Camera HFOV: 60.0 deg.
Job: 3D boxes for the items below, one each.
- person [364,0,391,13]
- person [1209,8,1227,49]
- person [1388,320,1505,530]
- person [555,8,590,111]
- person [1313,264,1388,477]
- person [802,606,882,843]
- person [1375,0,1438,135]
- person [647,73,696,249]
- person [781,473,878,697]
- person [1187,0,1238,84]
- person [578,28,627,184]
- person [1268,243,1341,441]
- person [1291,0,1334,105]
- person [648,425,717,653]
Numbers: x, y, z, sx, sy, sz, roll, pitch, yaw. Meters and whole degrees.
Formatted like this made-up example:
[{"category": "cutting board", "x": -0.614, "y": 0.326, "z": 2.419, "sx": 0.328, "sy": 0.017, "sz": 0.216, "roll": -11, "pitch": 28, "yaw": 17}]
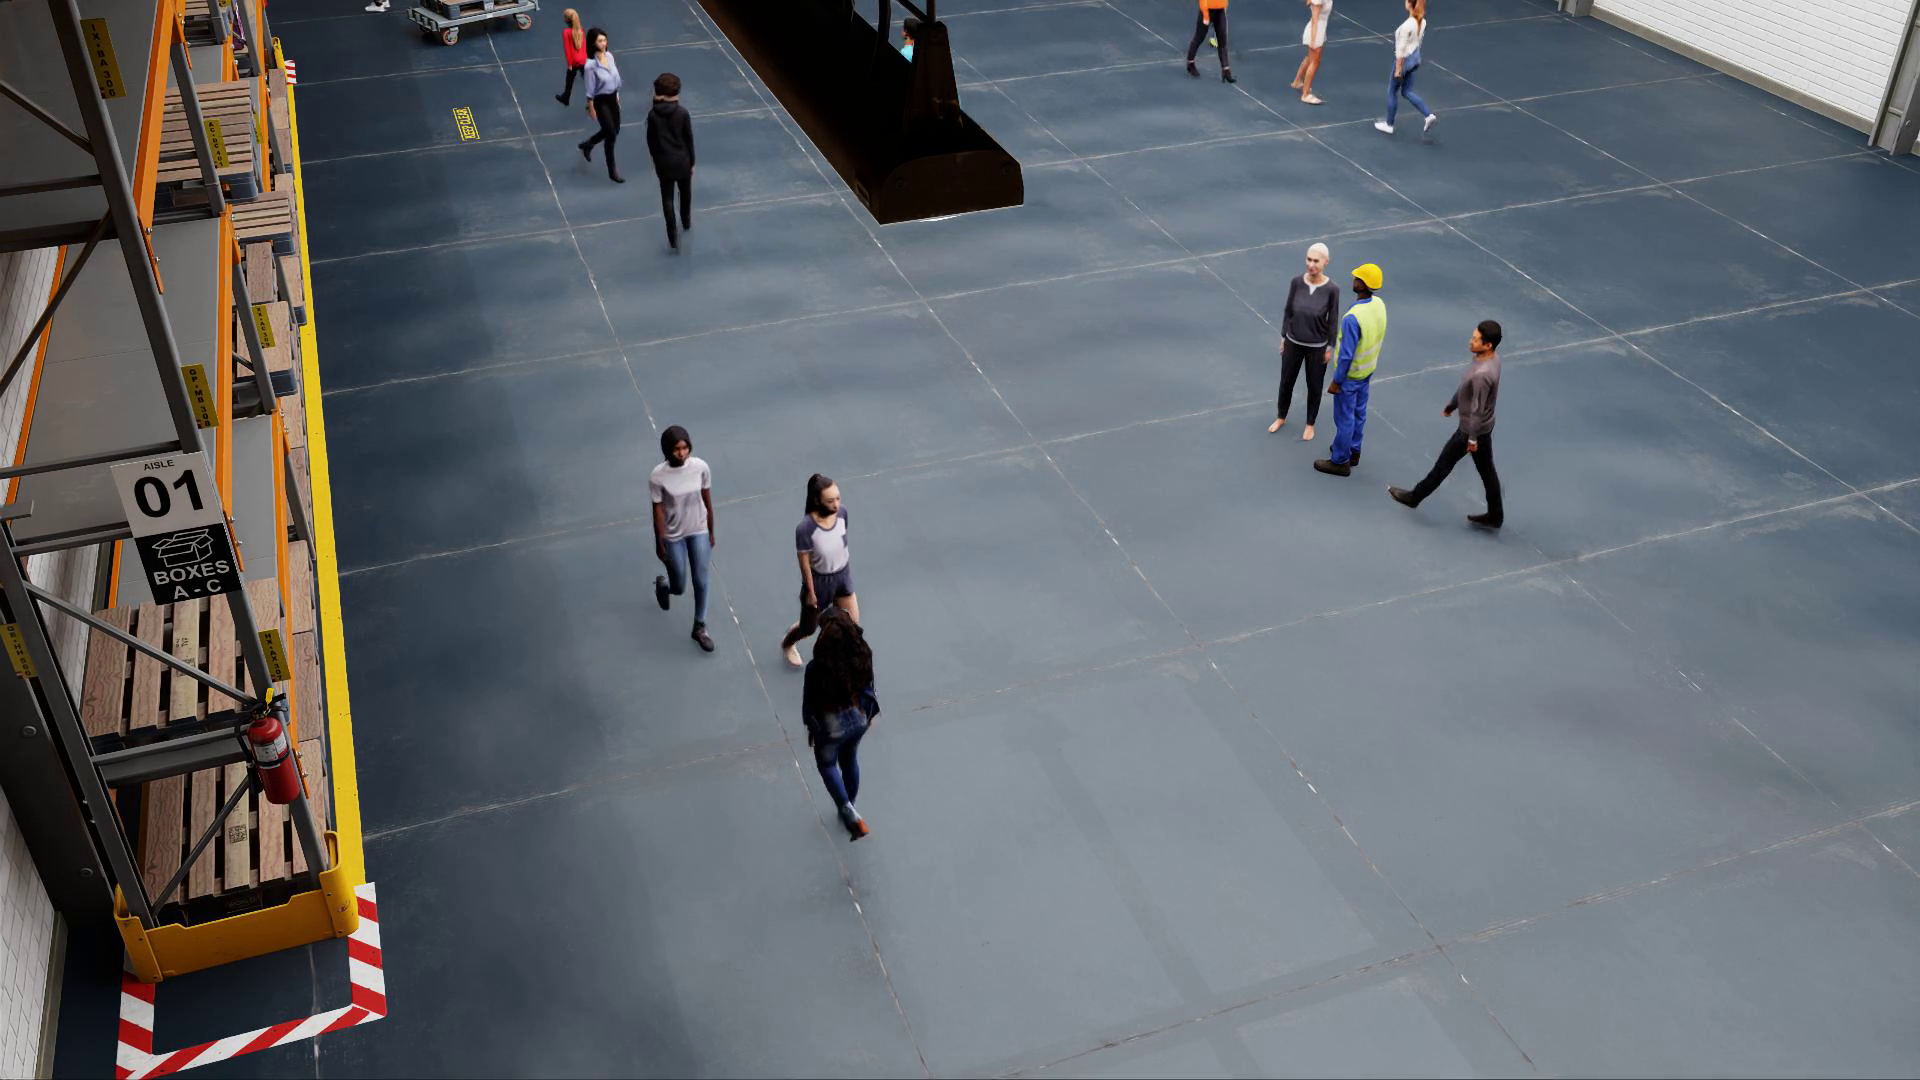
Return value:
[{"category": "person", "x": -8.634, "y": -8.651, "z": 24.248, "sx": 0.835, "sy": 1.815, "sz": 0.658, "roll": 0, "pitch": 34, "yaw": 1}, {"category": "person", "x": 3.595, "y": -7.667, "z": 22.760, "sx": 0.712, "sy": 1.824, "sz": 0.770, "roll": -7, "pitch": 34, "yaw": -10}, {"category": "person", "x": 3.975, "y": -0.829, "z": 12.562, "sx": 1.201, "sy": 1.722, "sz": 1.116, "roll": 25, "pitch": 41, "yaw": 33}, {"category": "person", "x": -4.711, "y": -5.926, "z": 20.655, "sx": 0.956, "sy": 1.253, "sz": 0.791, "roll": 24, "pitch": 40, "yaw": 31}, {"category": "person", "x": 3.148, "y": -1.367, "z": 13.290, "sx": 0.759, "sy": 1.813, "sz": 0.754, "roll": 25, "pitch": 41, "yaw": 33}, {"category": "person", "x": -0.679, "y": 1.120, "z": 9.732, "sx": 0.683, "sy": 1.609, "sz": 0.811, "roll": -13, "pitch": 36, "yaw": -18}, {"category": "person", "x": 5.391, "y": -5.625, "z": 19.796, "sx": 0.874, "sy": 1.702, "sz": 1.084, "roll": -28, "pitch": 43, "yaw": -35}, {"category": "person", "x": -2.967, "y": -3.867, "z": 17.122, "sx": 0.805, "sy": 1.736, "sz": 1.135, "roll": -4, "pitch": 34, "yaw": -6}, {"category": "person", "x": -0.960, "y": 0.271, "z": 11.012, "sx": 0.879, "sy": 1.607, "sz": 1.145, "roll": -27, "pitch": 42, "yaw": -34}, {"category": "person", "x": 3.194, "y": -6.815, "z": 21.589, "sx": 0.847, "sy": 1.700, "sz": 1.157, "roll": -23, "pitch": 40, "yaw": -30}, {"category": "person", "x": -4.051, "y": -4.884, "z": 18.659, "sx": 1.047, "sy": 1.726, "sz": 0.970, "roll": 20, "pitch": 39, "yaw": 28}, {"category": "person", "x": 2.889, "y": -1.665, "z": 13.818, "sx": 0.674, "sy": 1.726, "sz": 0.738, "roll": 15, "pitch": 36, "yaw": 21}, {"category": "person", "x": 4.479, "y": -6.376, "z": 20.948, "sx": 0.972, "sy": 1.678, "sz": 0.894, "roll": 12, "pitch": 35, "yaw": 18}, {"category": "person", "x": -1.917, "y": -0.056, "z": 11.414, "sx": 0.670, "sy": 1.706, "sz": 0.904, "roll": -17, "pitch": 37, "yaw": -24}]
